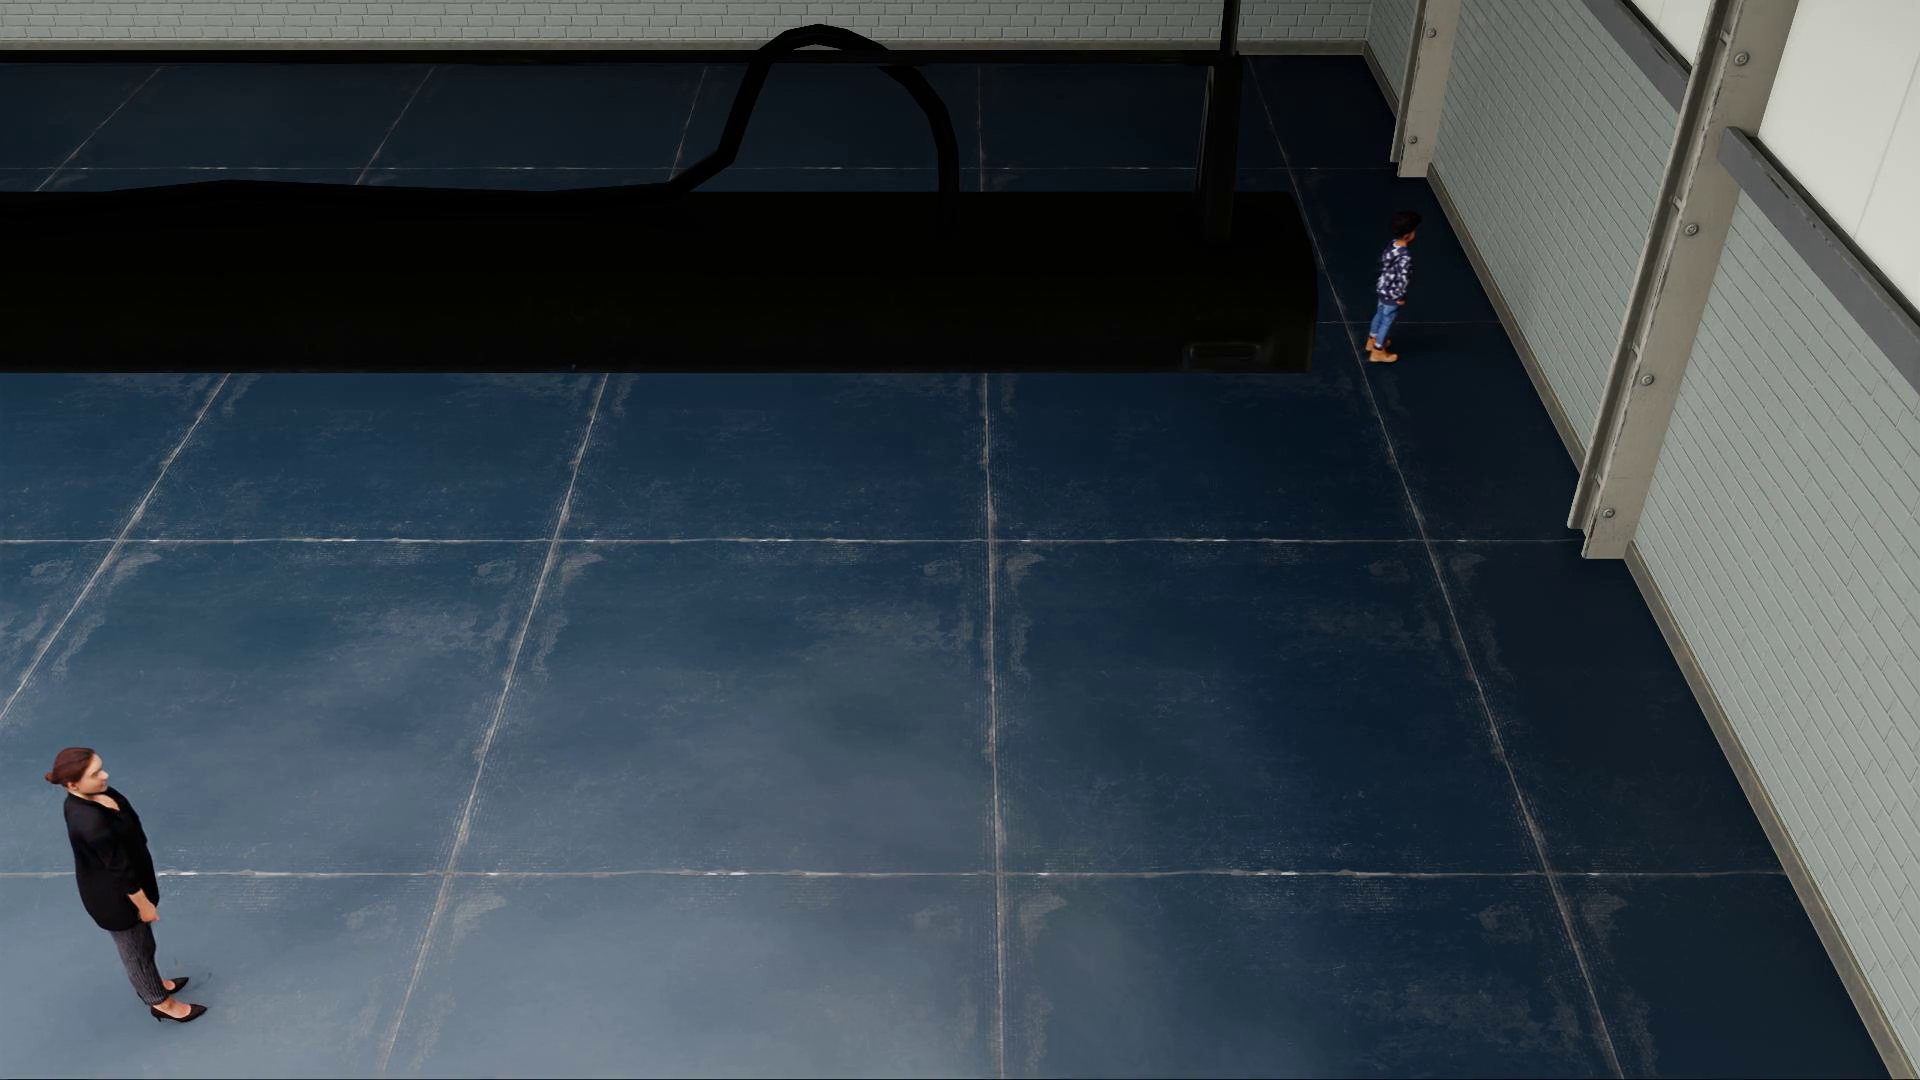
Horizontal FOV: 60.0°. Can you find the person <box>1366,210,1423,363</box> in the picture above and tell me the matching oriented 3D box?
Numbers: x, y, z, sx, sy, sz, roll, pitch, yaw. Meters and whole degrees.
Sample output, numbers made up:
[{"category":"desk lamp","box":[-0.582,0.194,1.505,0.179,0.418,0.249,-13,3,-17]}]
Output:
[{"category":"person","box":[3.390,-1.995,13.039,0.561,1.246,0.409,-2,37,-3]}]

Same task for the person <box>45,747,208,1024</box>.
[{"category":"person","box":[-3.978,1.647,7.861,0.794,1.717,0.697,-22,43,-27]}]
